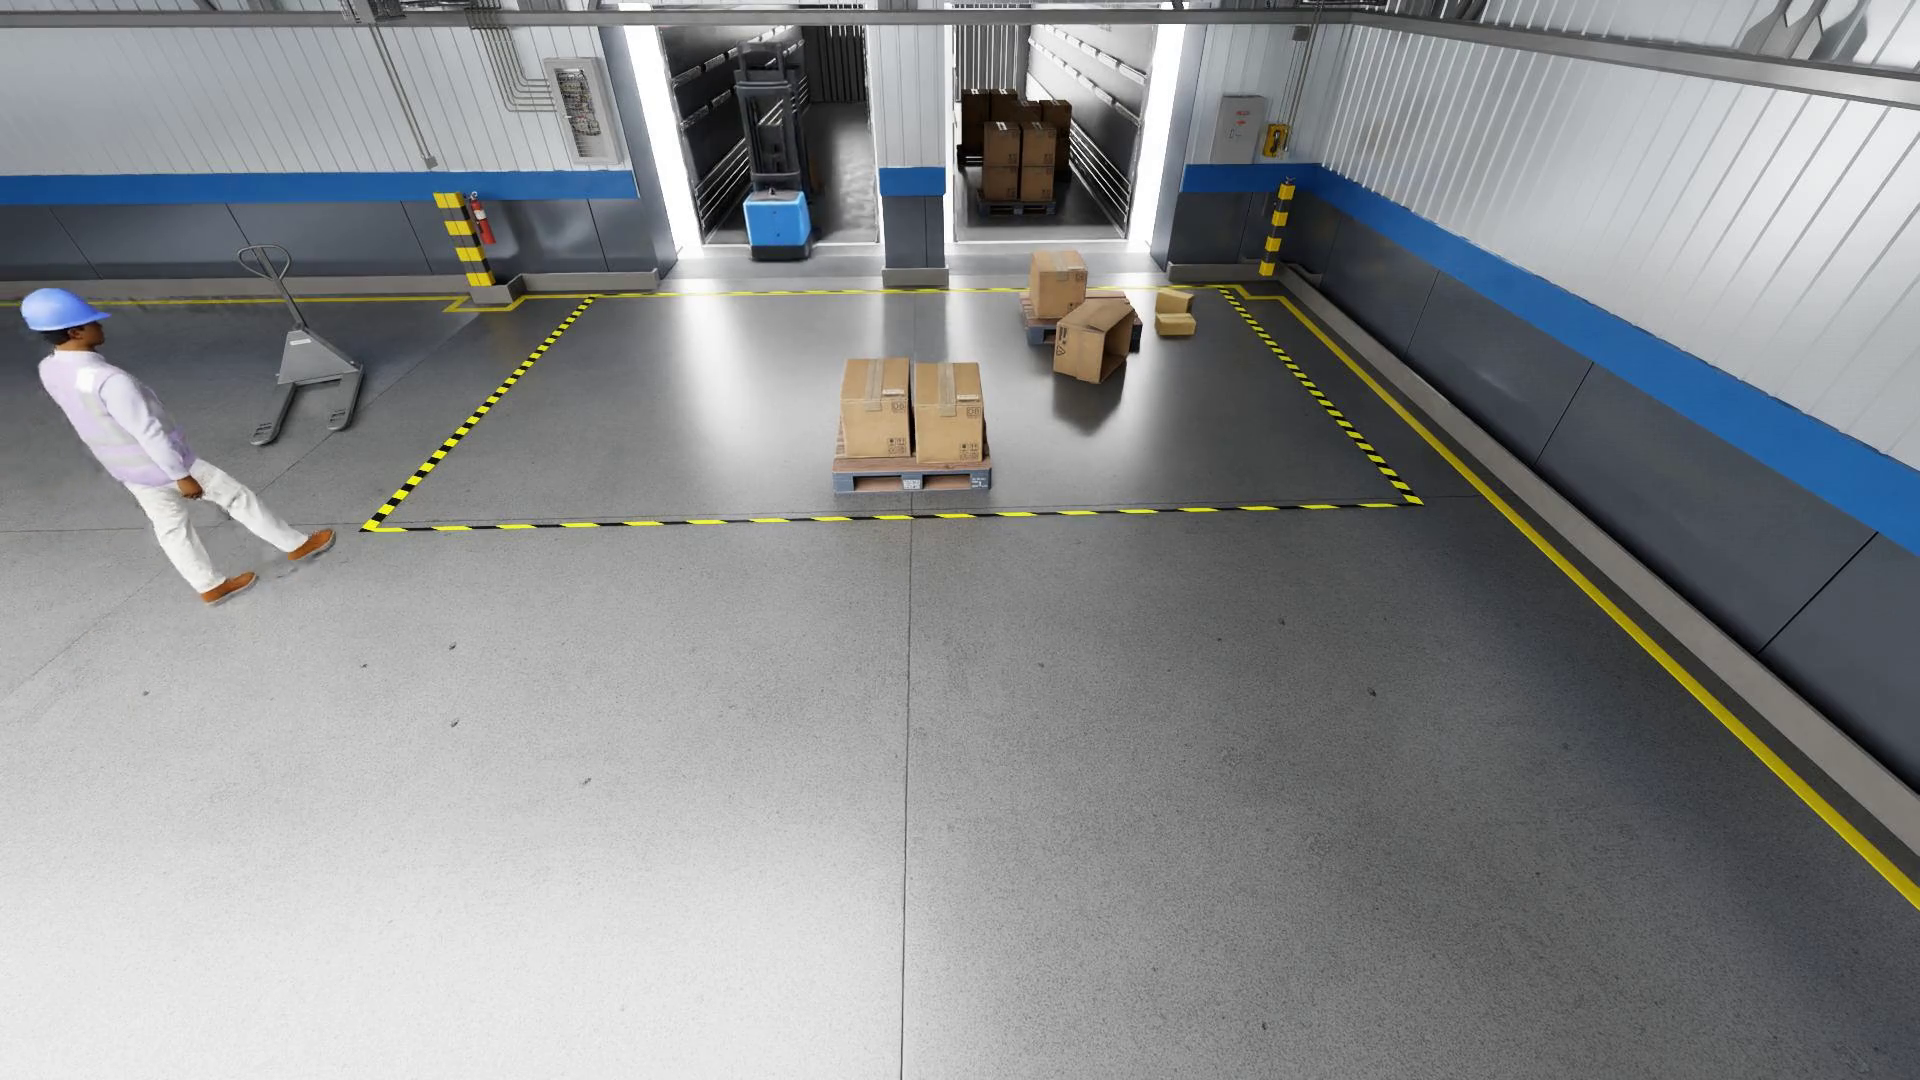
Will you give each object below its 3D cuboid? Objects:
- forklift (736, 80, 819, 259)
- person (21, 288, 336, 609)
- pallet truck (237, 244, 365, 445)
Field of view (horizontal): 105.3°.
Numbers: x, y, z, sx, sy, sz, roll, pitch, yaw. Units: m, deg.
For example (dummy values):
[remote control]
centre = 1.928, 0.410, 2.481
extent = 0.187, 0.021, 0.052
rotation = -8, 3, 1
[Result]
[forklift]
centre = -2.447, -4.792, 9.575
extent = 0.716, 2.013, 0.776
rotation = -1, 38, -1
[person]
centre = -4.581, -0.535, 4.302
extent = 0.635, 1.919, 0.777
rotation = 11, 40, 14
[pallet truck]
centre = -5.915, -1.733, 6.366
extent = 0.680, 1.201, 1.601
rotation = -18, 42, -21
